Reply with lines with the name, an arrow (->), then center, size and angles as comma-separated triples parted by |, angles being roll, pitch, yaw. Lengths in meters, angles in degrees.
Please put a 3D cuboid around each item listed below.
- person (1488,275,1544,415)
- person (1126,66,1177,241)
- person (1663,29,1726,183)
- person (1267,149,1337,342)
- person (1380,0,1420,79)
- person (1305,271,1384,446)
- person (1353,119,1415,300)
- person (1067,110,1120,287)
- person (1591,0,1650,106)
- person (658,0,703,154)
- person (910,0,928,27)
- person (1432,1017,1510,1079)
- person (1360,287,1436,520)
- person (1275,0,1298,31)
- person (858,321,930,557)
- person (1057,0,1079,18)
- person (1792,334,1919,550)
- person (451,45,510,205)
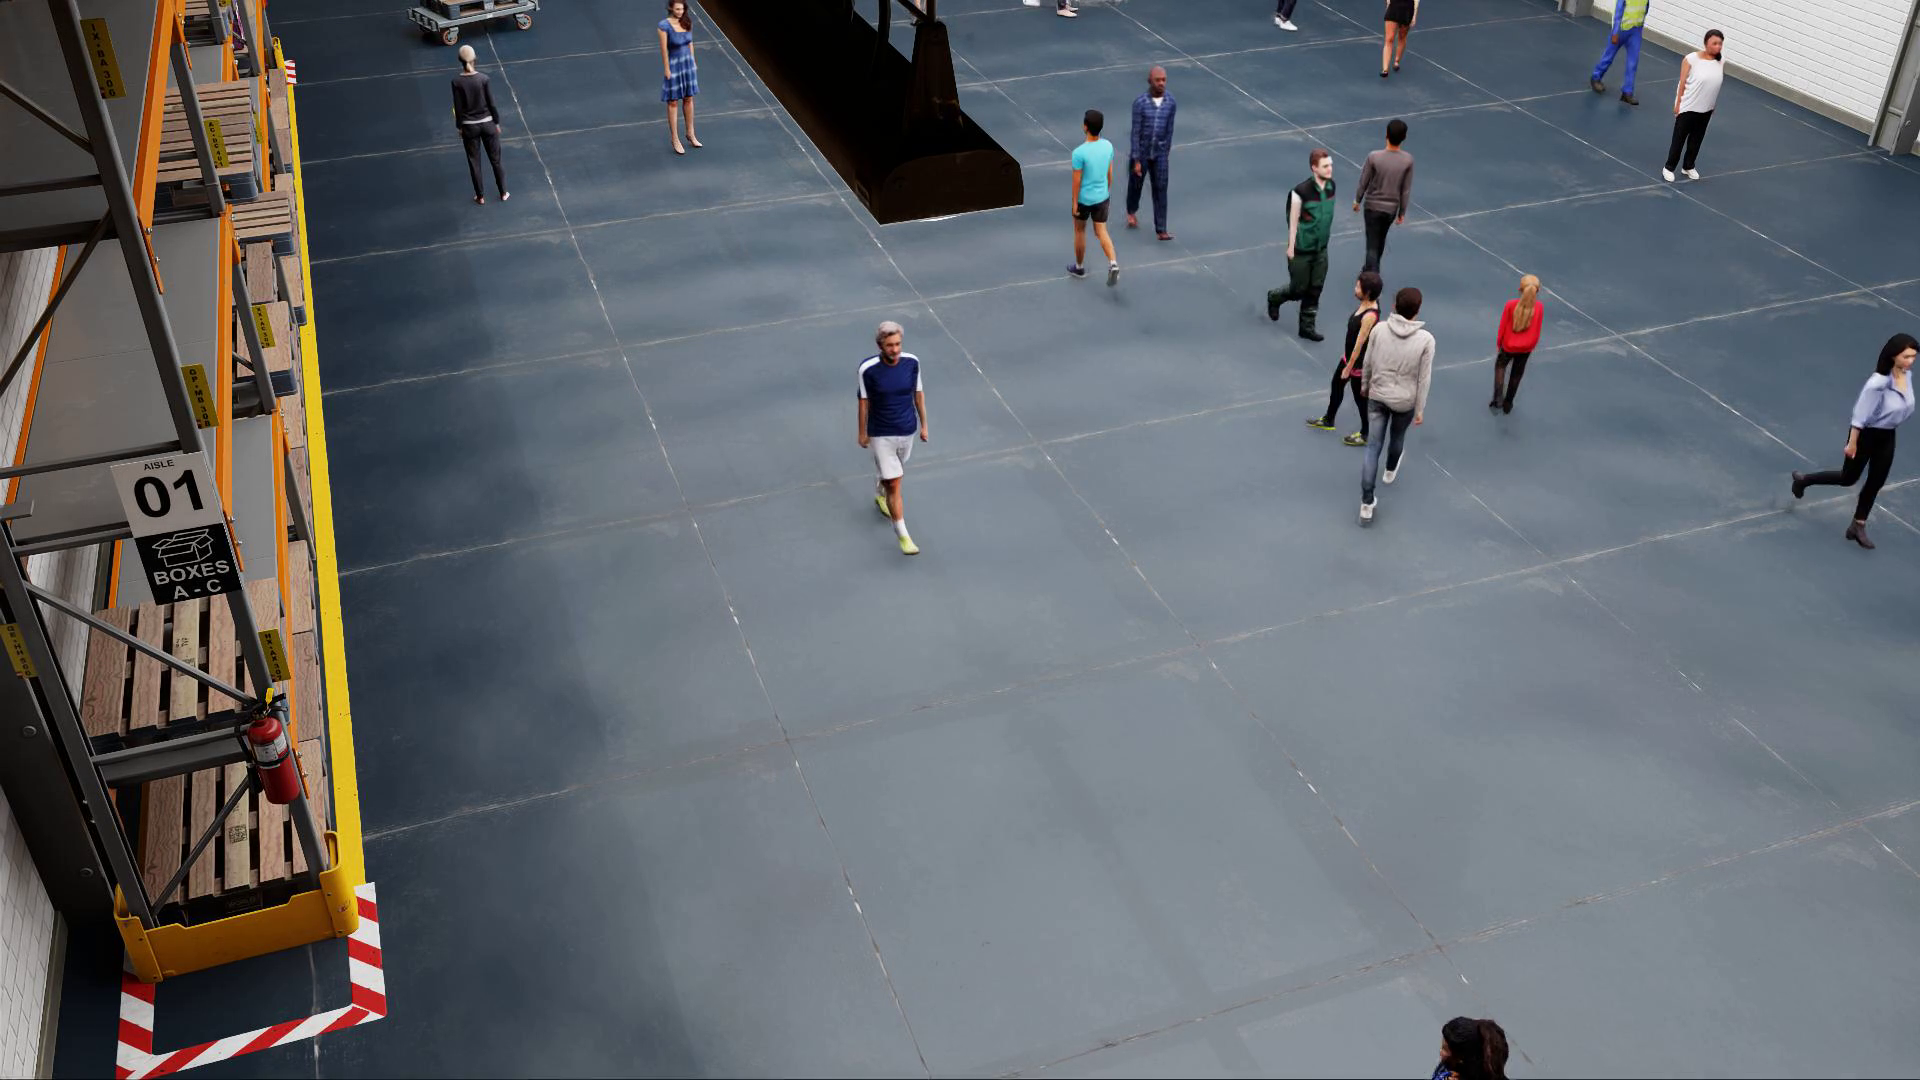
person -> 4.759, -1.642, 14.191 | 0.605, 1.275, 0.659 | 7, 34, 10
person -> 1.932, -4.058, 17.384 | 0.757, 1.764, 1.190 | -7, 34, -11
person -> 8.300, -4.901, 18.724 | 0.689, 1.683, 0.652 | -6, 34, -9
person -> 3.165, -2.739, 15.338 | 0.747, 1.831, 0.970 | -19, 38, -26
person -> 5.801, -6.923, 21.811 | 1.028, 1.633, 1.137 | 11, 35, 16
person -> 3.371, -1.483, 13.713 | 0.809, 1.538, 0.822 | 4, 34, 6
person -> 4.059, -3.147, 16.040 | 0.874, 1.733, 1.196 | -4, 34, -6
person -> 1.341, -3.299, 16.247 | 0.671, 1.757, 1.051 | -15, 36, -21
person -> 8.373, -6.476, 21.012 | 0.761, 1.775, 1.190 | -8, 34, -12
person -> -3.270, -5.452, 19.441 | 0.755, 1.807, 0.758 | 26, 41, 33
person -> -0.598, -8.218, 23.657 | 0.677, 1.747, 0.678 | -25, 41, -33
person -> 2.199, 2.754, 7.276 | 0.737, 1.607, 0.547 | -15, 37, -22
person -> 3.285, -1.024, 12.776 | 1.198, 1.811, 1.295 | 13, 36, 18
person -> 4.692, -8.144, 23.513 | 1.017, 1.782, 0.748 | -4, 34, -6
person -> -0.544, -0.856, 12.541 | 0.738, 1.792, 1.185 | -15, 36, -21
person -> 1.555, -8.553, 24.092 | 0.846, 1.822, 0.732 | 6, 34, 9
person -> 6.763, -0.791, 12.506 | 0.723, 1.722, 1.033 | -16, 37, -23
person -> -5.255, -4.534, 18.134 | 0.611, 1.726, 0.504 | -11, 35, -16
